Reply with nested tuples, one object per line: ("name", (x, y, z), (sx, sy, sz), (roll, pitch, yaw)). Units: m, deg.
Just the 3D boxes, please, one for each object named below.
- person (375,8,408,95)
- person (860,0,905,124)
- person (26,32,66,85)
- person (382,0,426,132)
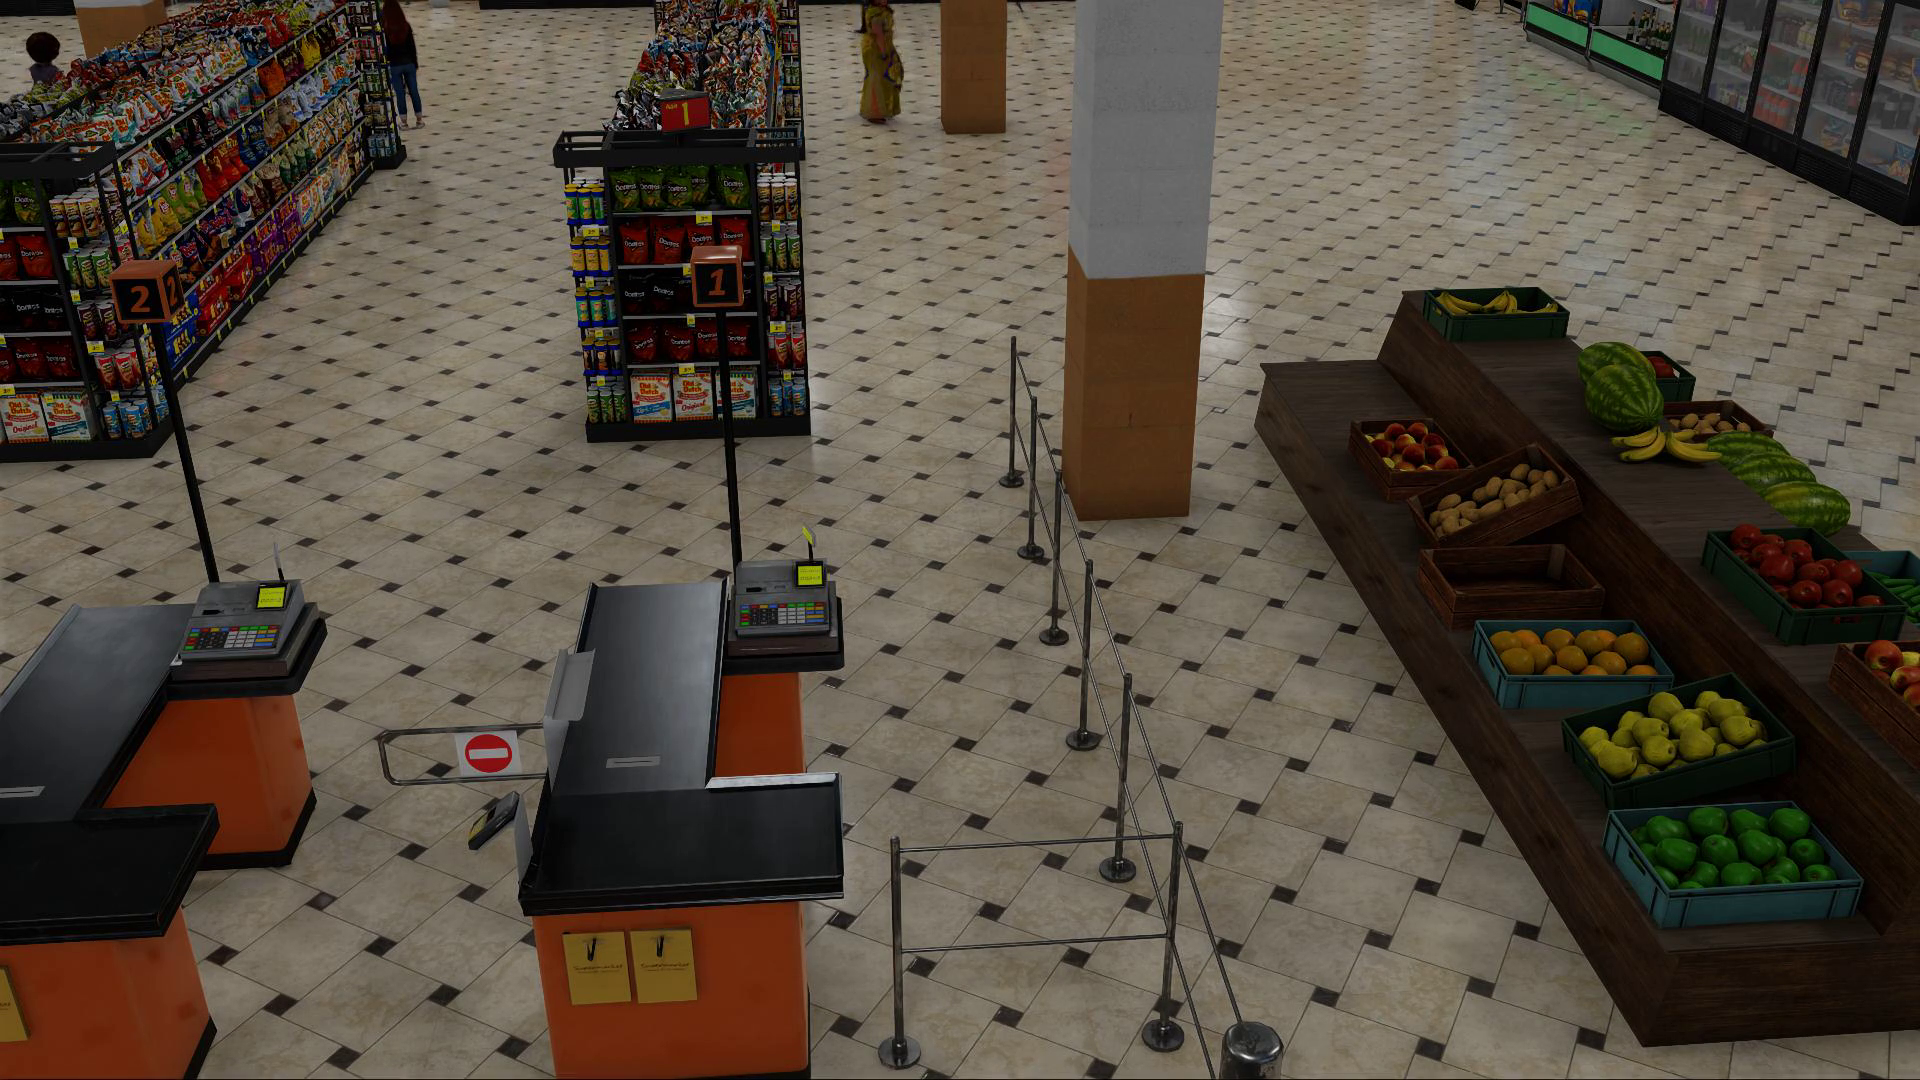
("person", (-7.240, -6.150, 20.950), (0.682, 1.096, 0.669), (10, 28, 18))
("person", (-0.963, -5.709, 19.490), (1.071, 1.631, 0.824), (-1, 27, -3))
("person", (-8.750, -3.983, 16.013), (0.723, 1.696, 0.774), (7, 28, 14))
("person", (-6.471, -5.511, 19.259), (0.638, 1.485, 0.650), (-17, 32, -30))
